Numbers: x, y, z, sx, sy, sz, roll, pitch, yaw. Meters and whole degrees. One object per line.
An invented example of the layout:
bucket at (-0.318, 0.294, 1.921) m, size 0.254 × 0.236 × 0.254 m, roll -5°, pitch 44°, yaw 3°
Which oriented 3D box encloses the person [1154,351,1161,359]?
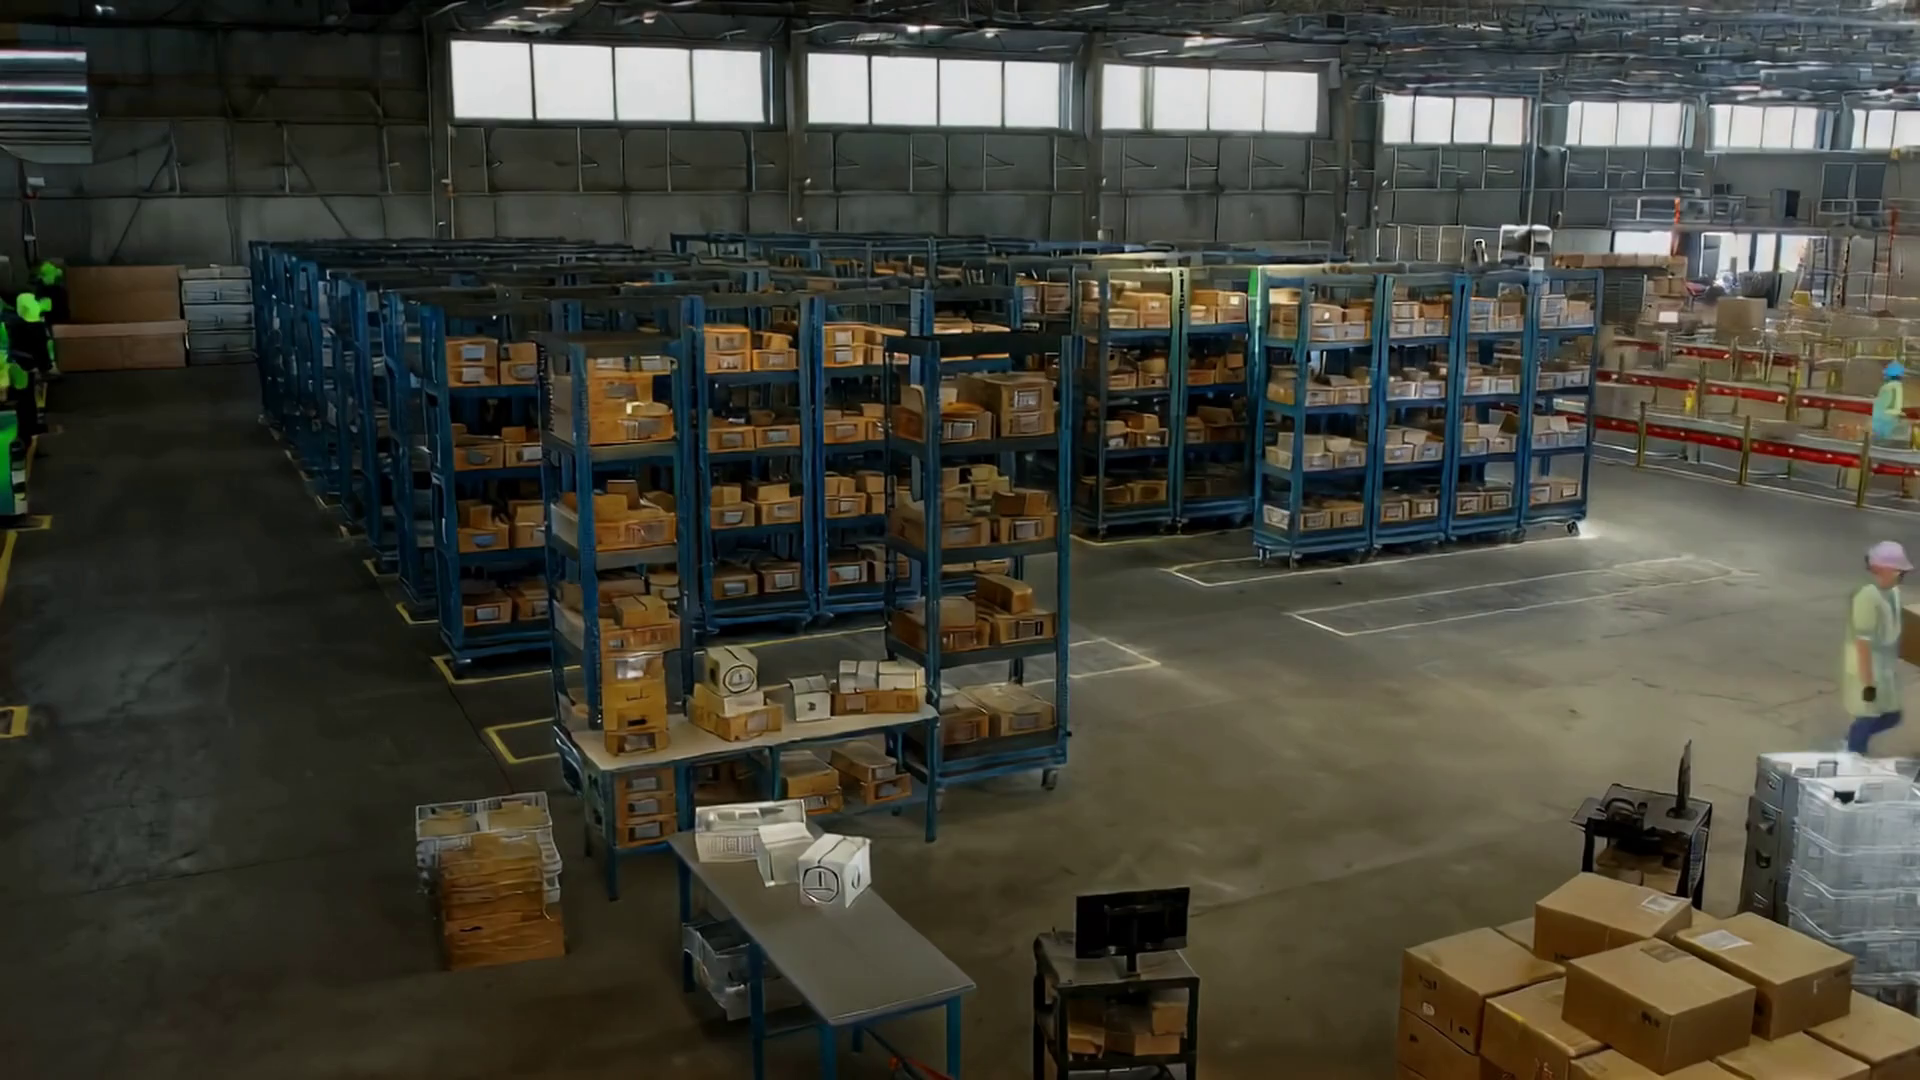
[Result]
person at (4.509, -4.507, 39.240) m, size 0.540 × 1.751 × 0.530 m, roll -3°, pitch 12°, yaw -12°

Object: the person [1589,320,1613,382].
person at (15.024, -4.351, 38.924) m, size 0.505 × 1.580 × 0.887 m, roll -9°, pitch 15°, yaw -37°

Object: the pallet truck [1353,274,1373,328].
pallet truck at (13.011, -8.050, 55.243) m, size 0.823 × 1.965 × 1.885 m, roll -7°, pitch 14°, yaw -28°

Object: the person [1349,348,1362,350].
person at (7.527, -3.064, 32.155) m, size 0.407 × 1.902 × 0.639 m, roll 11°, pitch 16°, yaw 41°

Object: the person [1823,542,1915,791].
person at (7.039, 1.000, 12.841) m, size 0.617 × 2.027 × 0.466 m, roll -11°, pitch 16°, yaw -40°

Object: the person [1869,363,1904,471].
person at (15.376, -2.022, 27.519) m, size 0.596 × 1.802 × 0.835 m, roll -11°, pitch 16°, yaw -42°
